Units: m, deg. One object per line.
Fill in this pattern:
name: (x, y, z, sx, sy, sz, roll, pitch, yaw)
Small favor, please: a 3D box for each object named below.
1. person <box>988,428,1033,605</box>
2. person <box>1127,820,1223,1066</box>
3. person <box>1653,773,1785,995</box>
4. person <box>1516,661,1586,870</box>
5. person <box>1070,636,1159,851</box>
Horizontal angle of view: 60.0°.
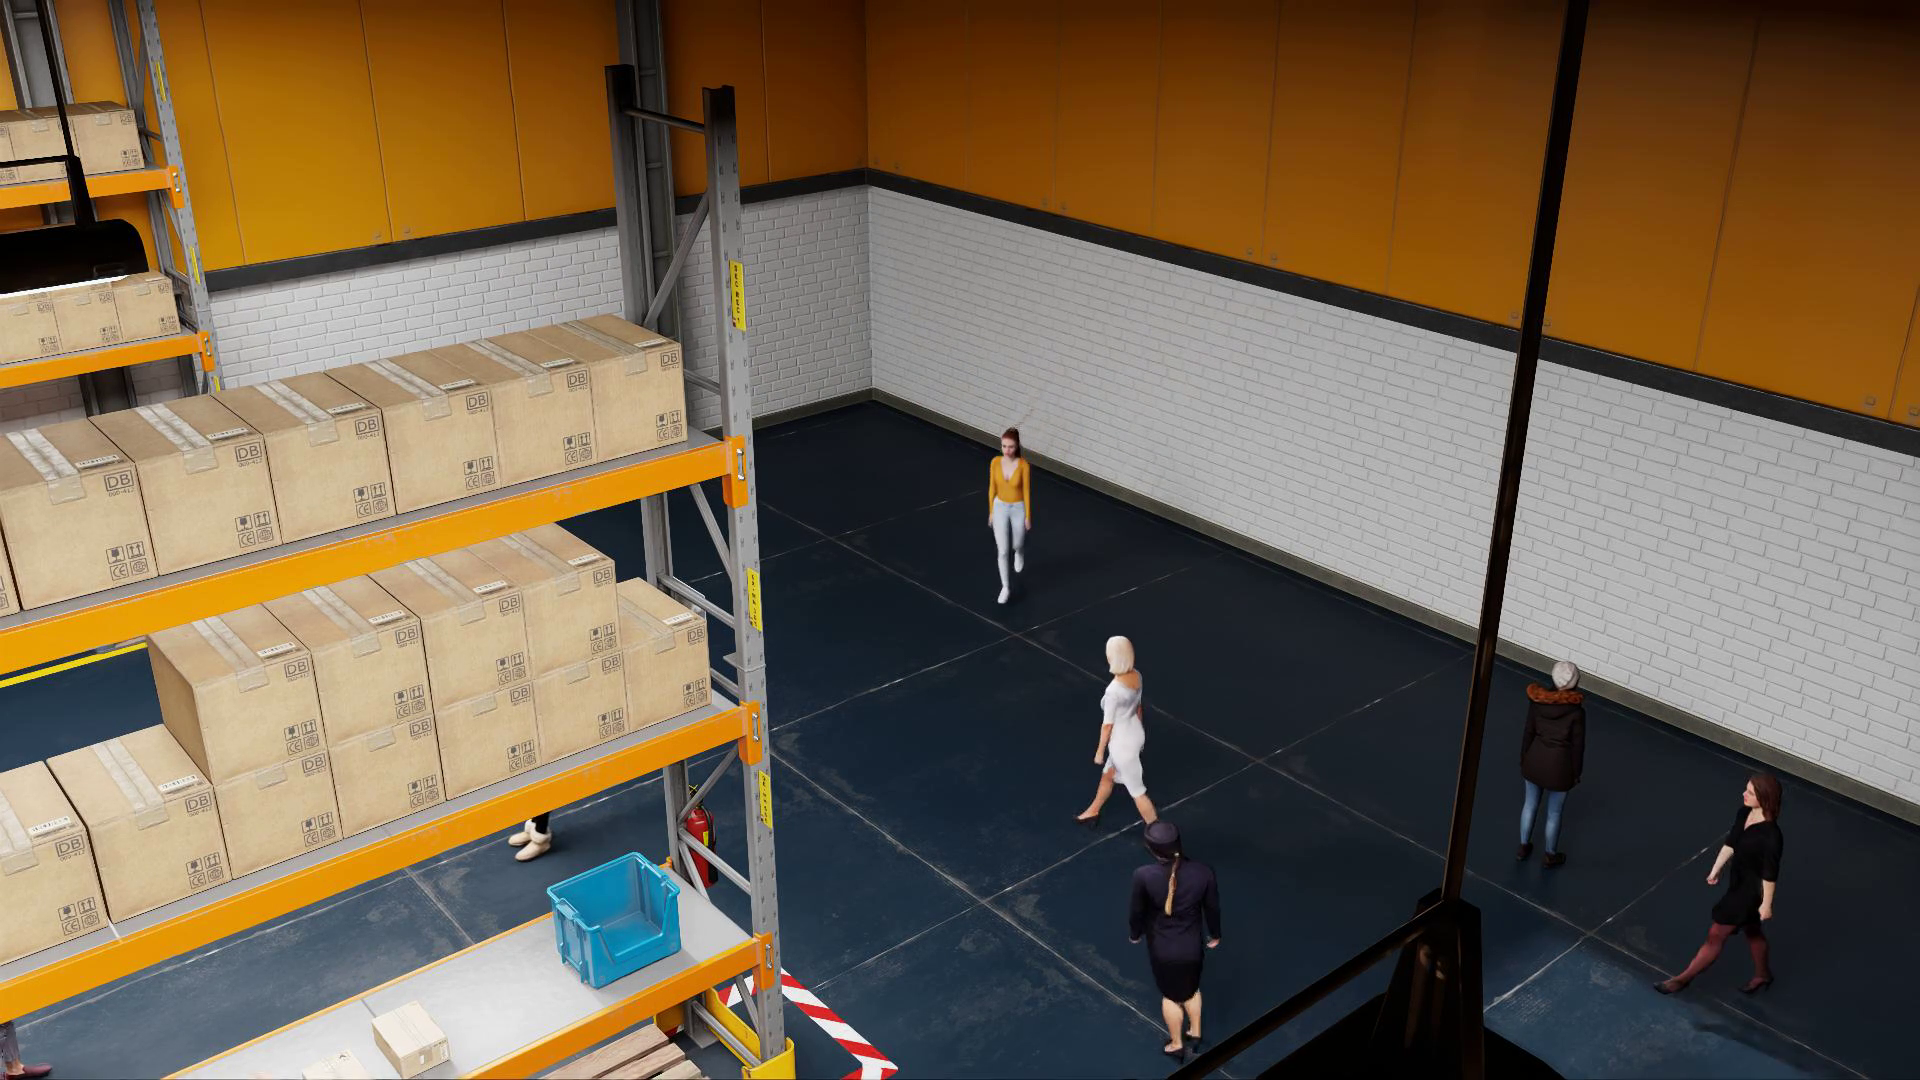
person: (0.512, -0.276, 16.305, 0.978, 1.730, 1.102, 5, 24, 12)
person: (1.330, 2.474, 10.112, 0.785, 1.652, 0.894, 3, 24, 6)
person: (5.108, 2.246, 10.614, 1.114, 1.668, 1.011, 0, 24, 0)
person: (4.286, 1.625, 12.074, 0.648, 1.636, 0.623, 21, 31, 39)
person: (1.280, 1.542, 12.185, 0.886, 1.699, 1.084, 14, 27, 29)
